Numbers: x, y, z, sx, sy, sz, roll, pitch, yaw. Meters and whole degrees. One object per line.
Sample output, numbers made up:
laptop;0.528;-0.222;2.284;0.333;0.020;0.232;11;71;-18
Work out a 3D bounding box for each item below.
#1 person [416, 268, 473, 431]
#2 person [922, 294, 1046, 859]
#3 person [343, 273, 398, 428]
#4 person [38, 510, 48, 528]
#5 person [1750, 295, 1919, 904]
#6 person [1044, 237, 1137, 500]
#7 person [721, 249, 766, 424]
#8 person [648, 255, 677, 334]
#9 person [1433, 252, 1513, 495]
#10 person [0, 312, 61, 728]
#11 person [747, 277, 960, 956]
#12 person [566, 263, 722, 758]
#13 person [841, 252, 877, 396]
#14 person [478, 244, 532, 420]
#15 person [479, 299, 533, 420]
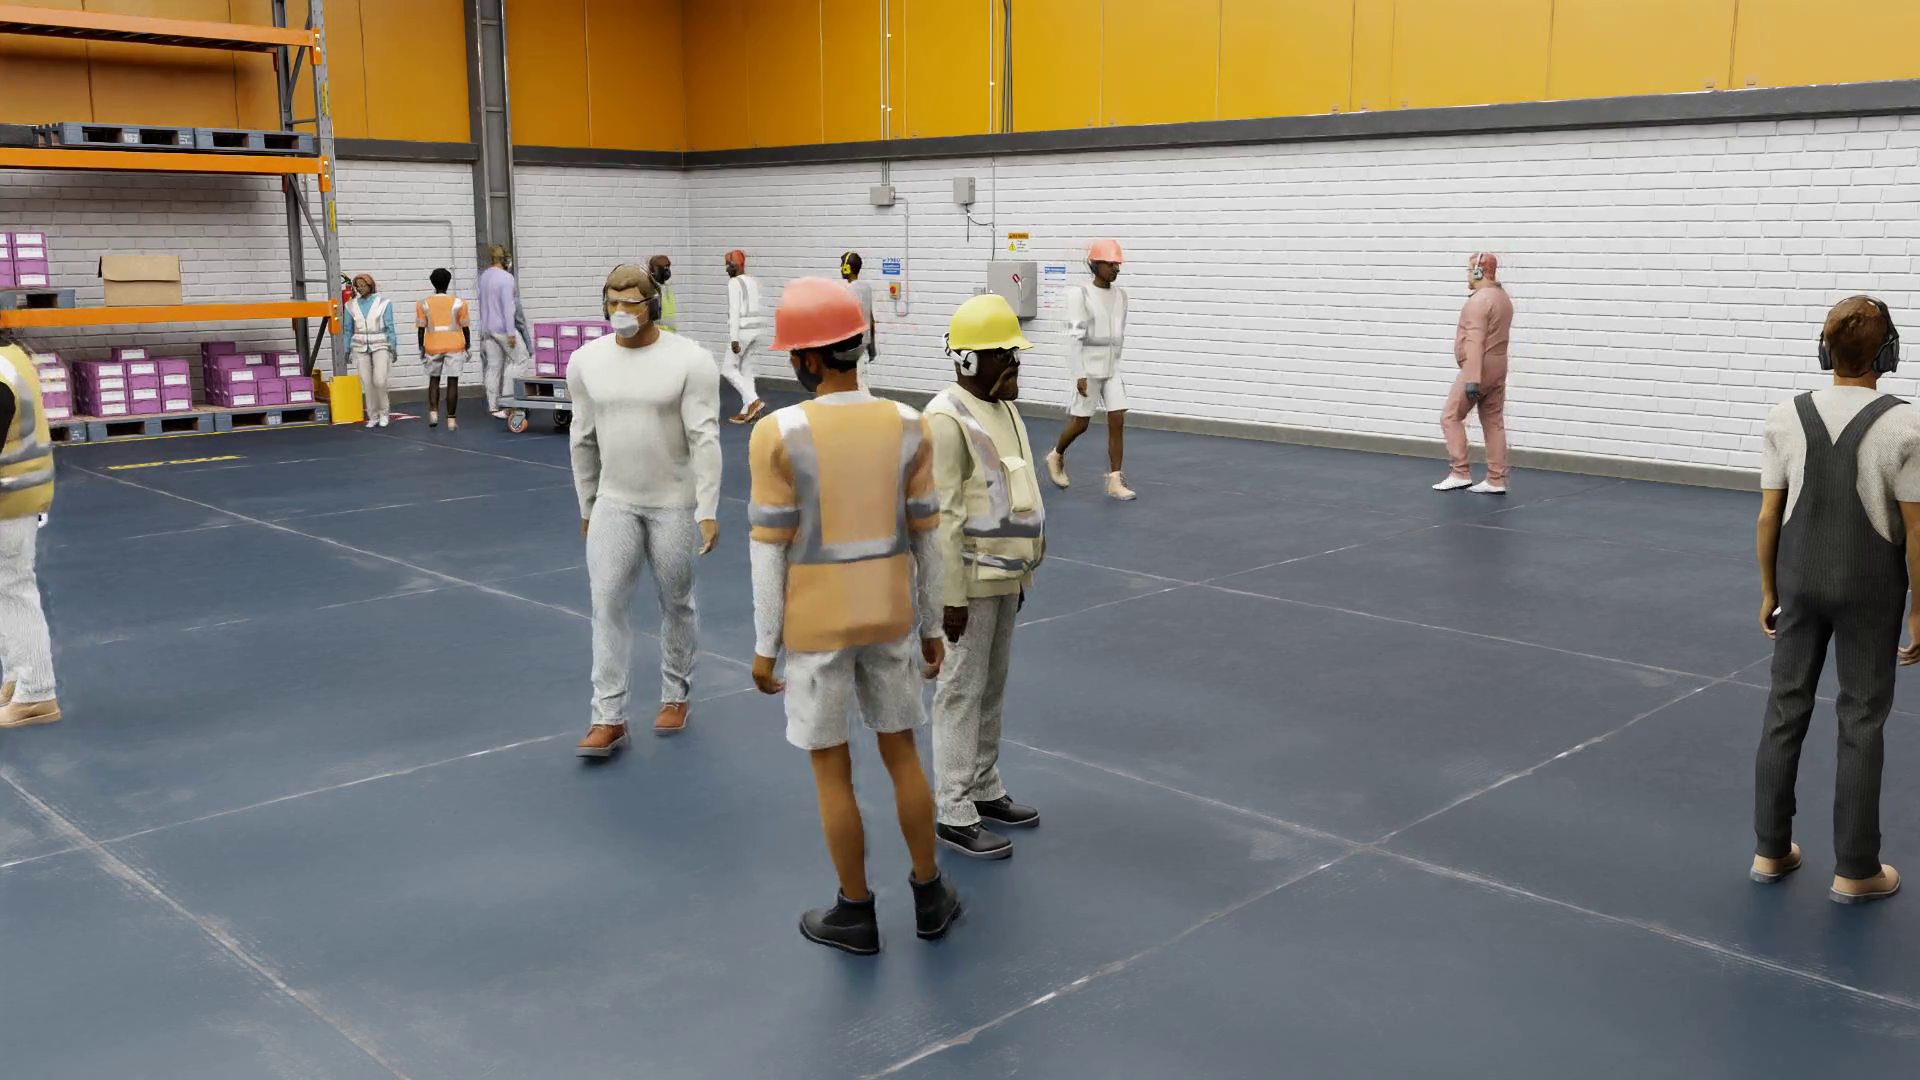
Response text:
person;-5.359;-1.983;17.332;0.542;1.684;0.452;-1;10;-7
person;0.079;0.113;5.493;0.404;1.832;0.598;4;11;21
person;-6.191;-1.972;17.437;0.544;1.621;0.485;0;10;0
person;-6.559;-0.810;11.191;0.518;1.574;0.877;4;11;19
person;2.684;0.184;5.074;0.345;1.847;0.508;-9;14;-41
person;1.022;-1.334;12.923;0.608;2.016;0.892;-7;12;-32
person;-2.334;-2.172;17.850;0.421;1.867;0.624;4;11;19
person;-3.365;-2.177;18.023;0.773;1.820;0.625;5;11;24
person;4.024;-1.298;13.030;0.676;1.883;0.670;9;13;39
person;-3.960;-0.125;6.784;0.485;1.829;0.640;-4;11;-22
person;-0.293;0.229;4.695;0.654;1.915;0.360;-5;12;-28
person;-1.247;-0.108;6.481;0.650;1.903;0.865;1;10;6
person;-1.188;-2.003;17.008;0.859;1.838;0.554;5;12;27
person;-4.989;-2.291;18.342;0.654;1.922;0.588;10;14;43
person;-5.057;-2.128;18.410;0.543;1.579;0.845;4;11;20
